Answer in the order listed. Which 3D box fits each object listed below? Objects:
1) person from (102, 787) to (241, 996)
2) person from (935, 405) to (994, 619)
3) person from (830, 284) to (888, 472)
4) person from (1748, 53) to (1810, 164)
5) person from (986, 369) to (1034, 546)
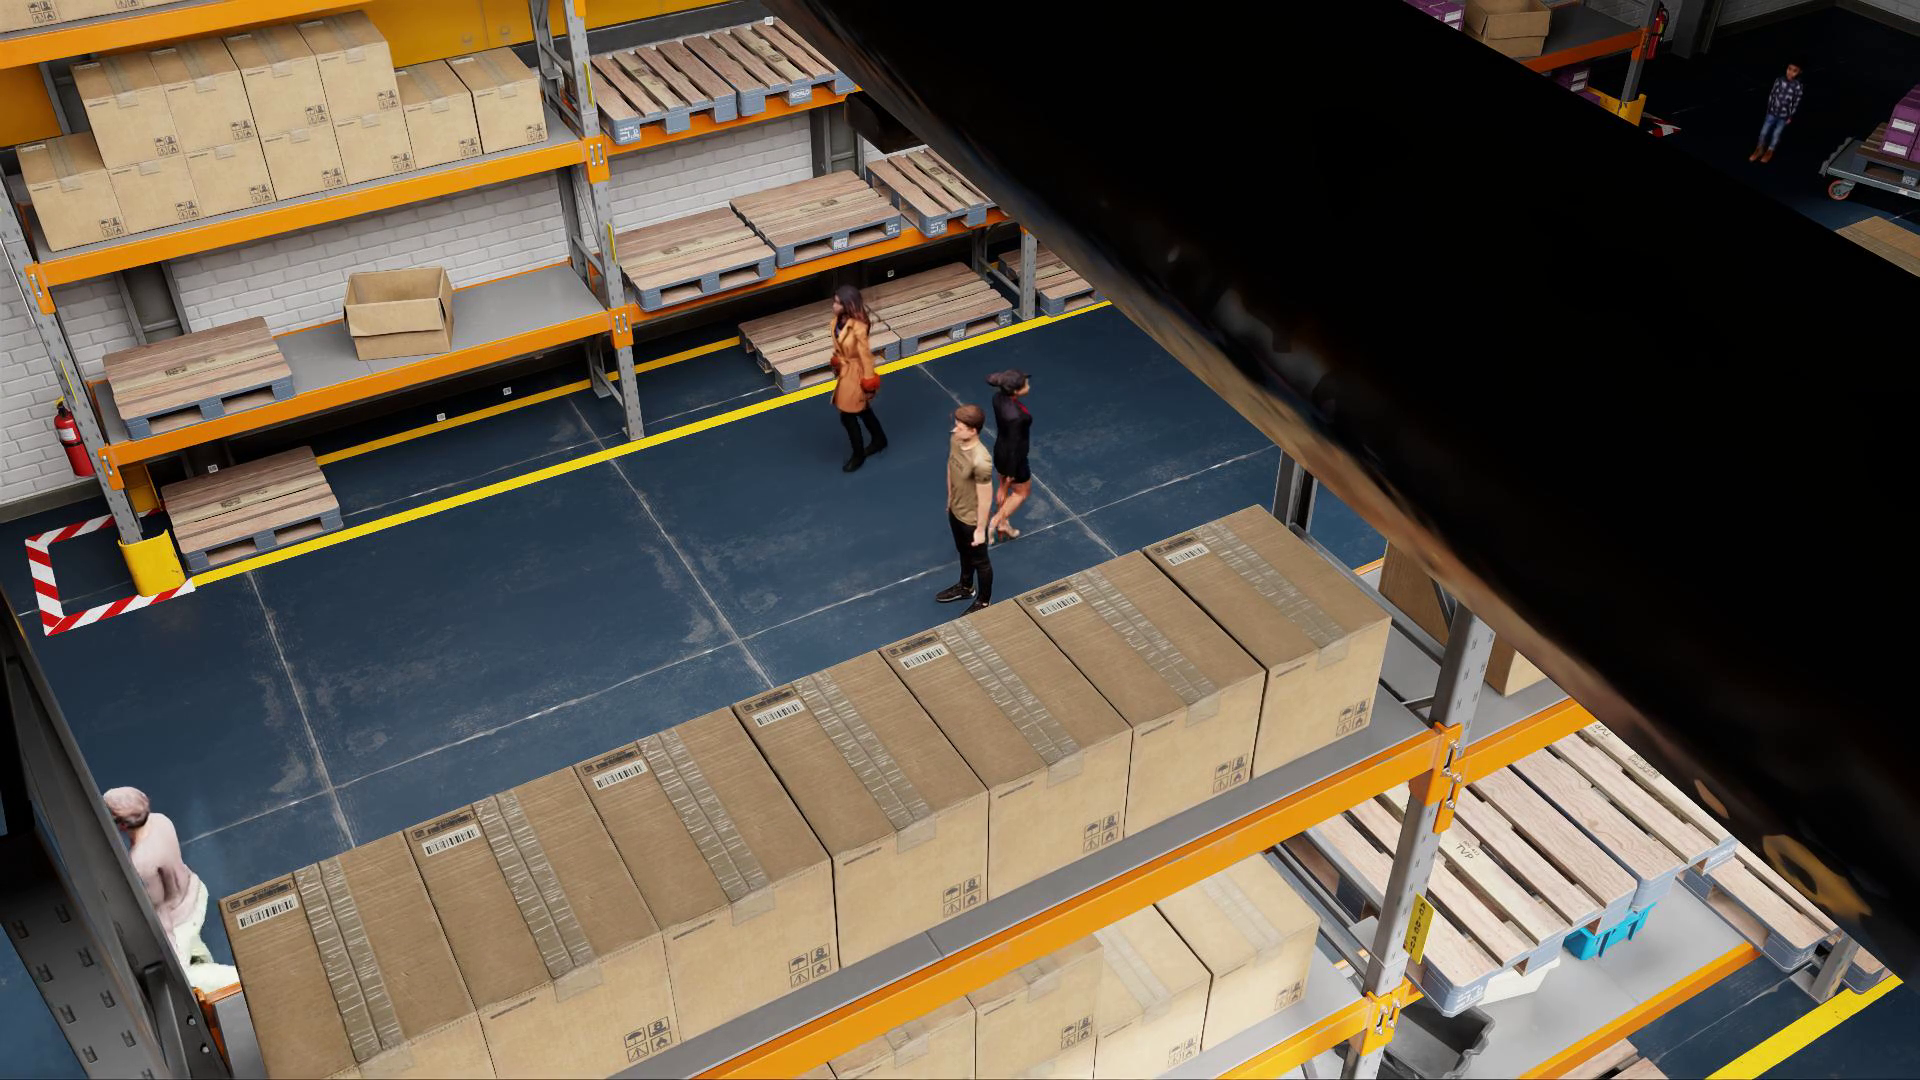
[{"bbox_3d":[-4.279,2.064,9.268,0.999,1.860,0.831,-10,40,-12],"label":"person"},{"bbox_3d":[0.076,-0.209,12.120,0.555,1.851,0.650,-18,42,-22],"label":"person"},{"bbox_3d":[-0.815,-1.354,13.680,0.767,1.695,0.689,-21,43,-24],"label":"person"},{"bbox_3d":[9.068,-4.755,18.301,0.554,1.242,0.583,31,48,33],"label":"person"},{"bbox_3d":[0.315,-0.592,12.779,0.708,1.629,0.597,-17,42,-20],"label":"person"}]
